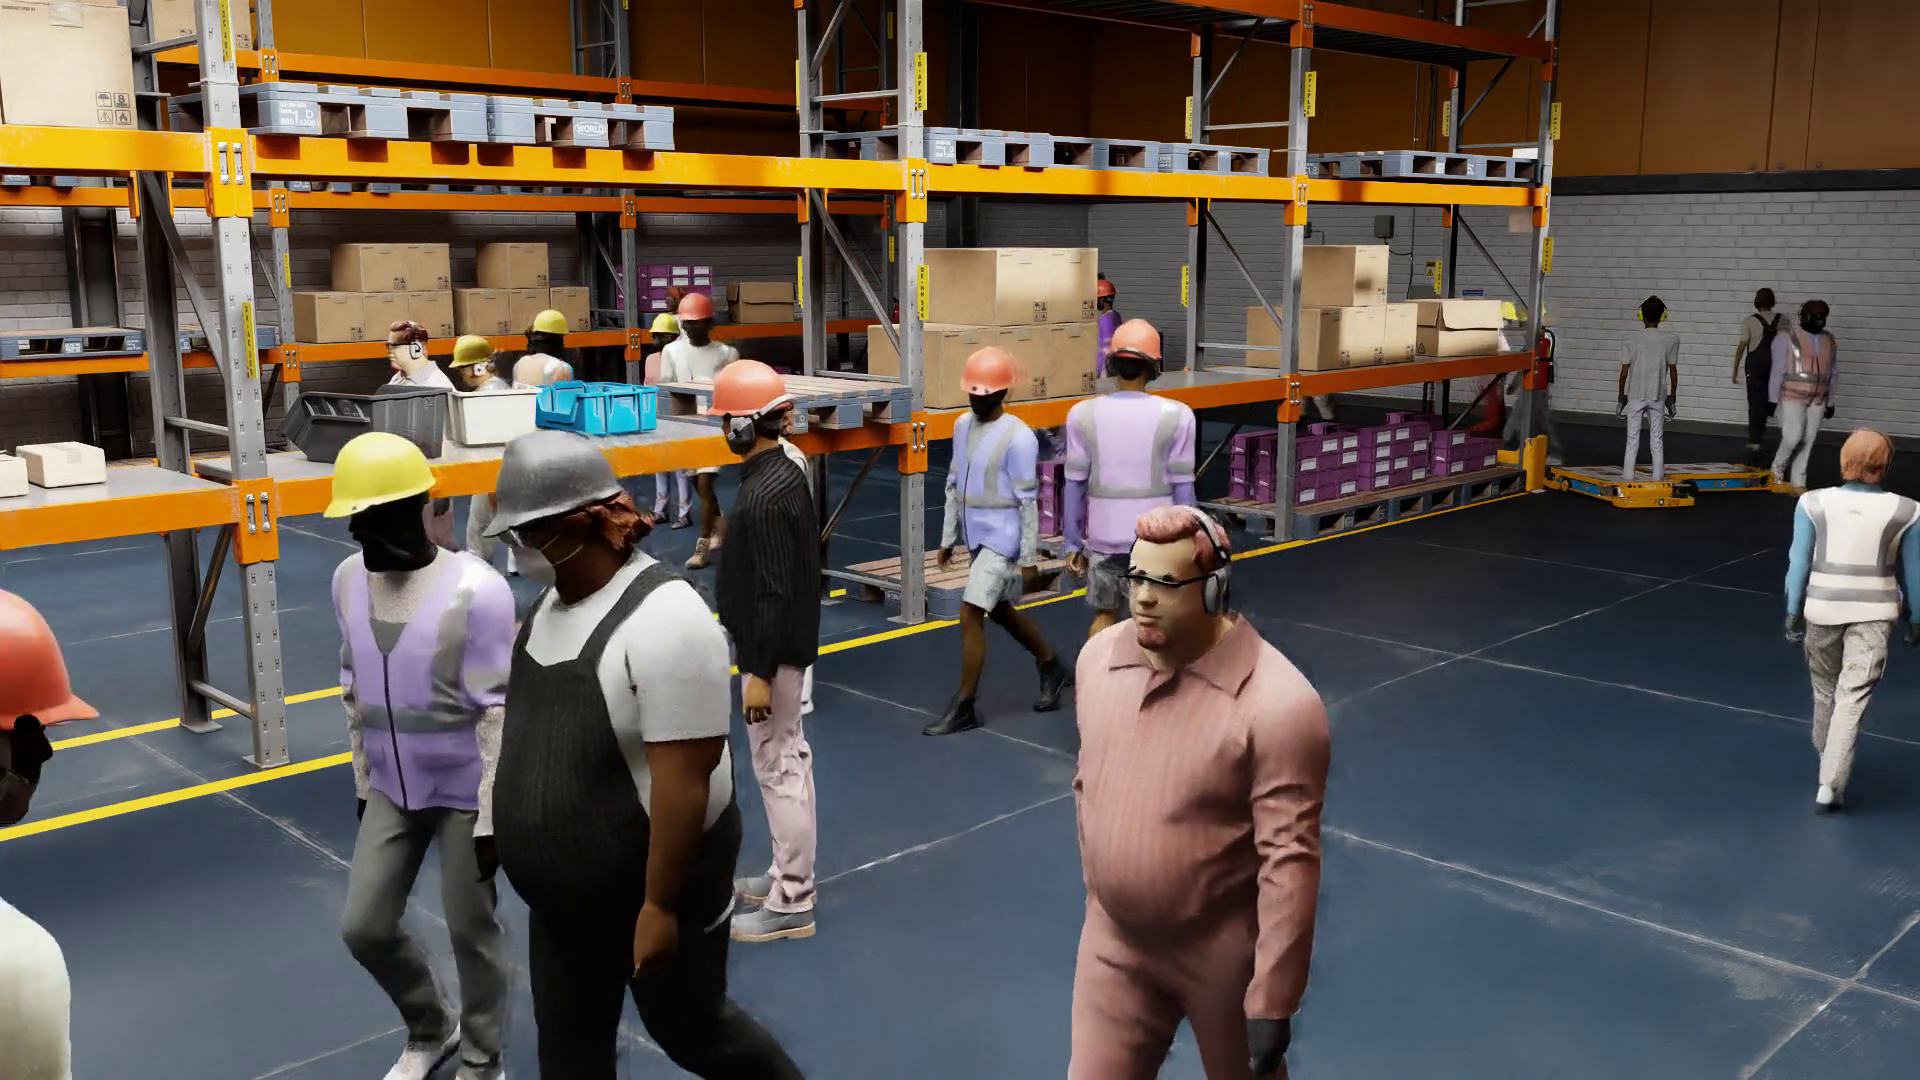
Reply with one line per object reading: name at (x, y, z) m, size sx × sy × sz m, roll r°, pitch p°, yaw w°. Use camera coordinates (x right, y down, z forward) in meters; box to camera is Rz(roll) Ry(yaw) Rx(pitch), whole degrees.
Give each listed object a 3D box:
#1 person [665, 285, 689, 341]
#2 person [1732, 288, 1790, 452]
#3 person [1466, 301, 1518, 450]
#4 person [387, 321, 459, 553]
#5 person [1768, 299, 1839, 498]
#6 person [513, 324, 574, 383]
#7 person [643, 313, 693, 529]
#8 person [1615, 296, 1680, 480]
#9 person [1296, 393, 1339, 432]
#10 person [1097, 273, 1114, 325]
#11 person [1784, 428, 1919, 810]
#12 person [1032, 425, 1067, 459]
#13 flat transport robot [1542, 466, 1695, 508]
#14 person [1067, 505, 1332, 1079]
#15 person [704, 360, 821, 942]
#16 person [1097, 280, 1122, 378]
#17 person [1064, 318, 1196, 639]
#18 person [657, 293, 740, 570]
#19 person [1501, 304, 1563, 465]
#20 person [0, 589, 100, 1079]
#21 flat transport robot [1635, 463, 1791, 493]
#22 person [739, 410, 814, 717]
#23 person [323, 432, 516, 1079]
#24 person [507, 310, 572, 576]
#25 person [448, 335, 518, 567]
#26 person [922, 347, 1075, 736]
person at (-3.107, -1.944, 18.767) m, size 0.583 × 1.858 × 0.860 m, roll 10°, pitch 14°, yaw 43°
person at (8.974, -1.923, 18.732) m, size 0.531 × 1.816 × 0.770 m, roll 1°, pitch 10°, yaw 4°
person at (5.416, -1.580, 17.041) m, size 0.679 × 1.734 × 0.527 m, roll 1°, pitch 10°, yaw 8°
person at (-3.223, -0.344, 9.885) m, size 0.399 × 1.909 × 0.642 m, roll -10°, pitch 15°, yaw -44°
person at (7.722, -1.283, 15.228) m, size 0.653 × 1.825 × 0.447 m, roll -2°, pitch 11°, yaw -10°
person at (-3.381, -0.907, 13.536) m, size 0.538 × 1.692 × 0.319 m, roll 1°, pitch 10°, yaw 6°
person at (-2.413, -0.974, 13.697) m, size 0.525 × 1.772 × 0.301 m, roll 7°, pitch 12°, yaw 33°
person at (6.146, -1.243, 14.889) m, size 0.513 × 1.872 × 0.328 m, roll 3°, pitch 11°, yaw 16°
person at (3.543, -1.549, 16.405) m, size 0.985 × 1.912 × 0.626 m, roll -8°, pitch 13°, yaw -39°
person at (1.832, -2.807, 23.389) m, size 0.741 × 1.896 × 0.369 m, roll 9°, pitch 14°, yaw 42°
person at (3.832, 0.319, 7.124) m, size 0.531 × 1.583 × 0.884 m, roll 7°, pitch 13°, yaw 35°
person at (0.706, -1.130, 14.300) m, size 0.954 × 1.866 × 0.641 m, roll -8°, pitch 13°, yaw -36°
flat transport robot at (5.999, -0.502, 15.210) m, size 0.652 × 0.197 × 1.431 m, roll -2°, pitch 11°, yaw -10°
person at (0.437, 0.847, 3.527) m, size 0.674 × 1.851 × 0.999 m, roll 9°, pitch 14°, yaw 42°
person at (-0.669, 0.379, 5.712) m, size 0.392 × 1.988 × 0.623 m, roll 0°, pitch 10°, yaw -1°
person at (1.553, -1.803, 17.773) m, size 0.376 × 1.932 × 0.543 m, roll 2°, pitch 11°, yaw 13°
person at (0.781, -0.008, 7.743) m, size 0.616 × 2.028 × 0.563 m, roll 3°, pitch 11°, yaw 17°
person at (-1.900, -0.837, 12.352) m, size 0.622 × 2.001 × 1.020 m, roll 3°, pitch 11°, yaw 16°
person at (5.969, -1.635, 17.520) m, size 0.870 × 1.685 × 0.490 m, roll 3°, pitch 11°, yaw 16°
person at (-1.300, 1.030, 2.232) m, size 0.650 × 1.955 × 0.774 m, roll 5°, pitch 11°, yaw 25°
flat transport robot at (6.981, -0.579, 15.631) m, size 1.431 × 0.197 × 0.652 m, roll -2°, pitch 11°, yaw -8°
person at (-0.917, 0.078, 8.332) m, size 0.309 × 1.637 × 0.523 m, roll -7°, pitch 12°, yaw -33°
person at (-1.416, 0.658, 4.421) m, size 0.606 × 1.904 × 0.453 m, roll 4°, pitch 11°, yaw 22°
person at (-2.913, -0.706, 11.956) m, size 0.593 × 1.863 × 1.017 m, roll 7°, pitch 13°, yaw 35°
person at (-2.877, -0.411, 10.595) m, size 0.782 × 1.796 × 0.638 m, roll -1°, pitch 10°, yaw -7°
person at (0.232, -0.011, 8.147) m, size 0.920 × 1.901 × 0.542 m, roll -6°, pitch 12°, yaw -32°
